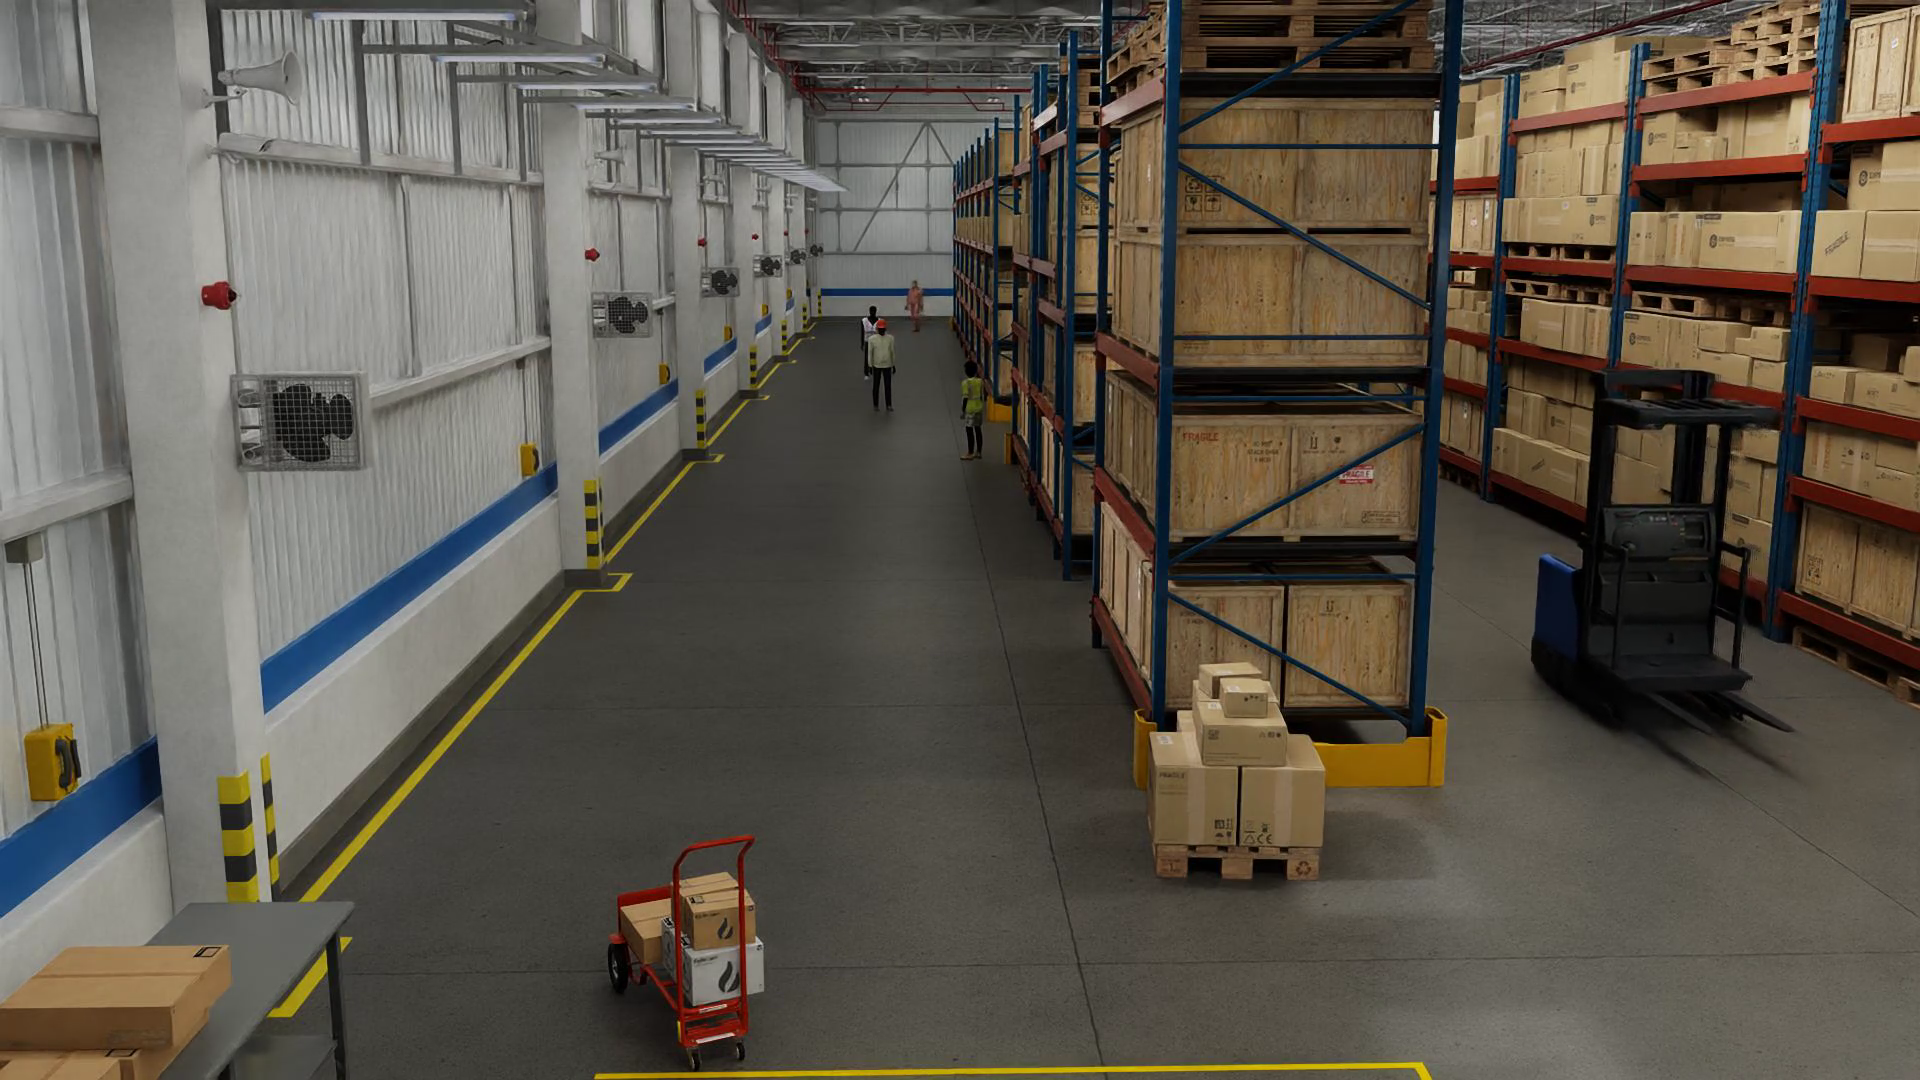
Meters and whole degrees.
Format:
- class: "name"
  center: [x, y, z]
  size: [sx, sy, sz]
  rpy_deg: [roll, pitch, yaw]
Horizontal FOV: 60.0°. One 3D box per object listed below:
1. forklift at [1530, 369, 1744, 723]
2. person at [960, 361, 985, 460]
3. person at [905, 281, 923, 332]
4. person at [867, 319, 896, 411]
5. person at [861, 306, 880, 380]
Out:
- class: "forklift"
  center: [5.762, -0.052, 14.118]
  size: [1.129, 2.768, 1.873]
  rpy_deg: [0, 11, -2]
- class: "person"
  center: [0.204, -2.211, 28.437]
  size: [0.319, 1.698, 0.532]
  rpy_deg: [9, 14, 38]
- class: "person"
  center: [-1.733, -8.570, 61.068]
  size: [0.642, 1.878, 0.799]
  rpy_deg: [9, 14, 39]
- class: "person"
  center: [-1.676, -3.753, 35.719]
  size: [0.618, 1.986, 0.410]
  rpy_deg: [-3, 11, -15]
- class: "person"
  center: [-2.249, -5.051, 42.685]
  size: [0.598, 1.906, 0.413]
  rpy_deg: [-2, 11, -10]
